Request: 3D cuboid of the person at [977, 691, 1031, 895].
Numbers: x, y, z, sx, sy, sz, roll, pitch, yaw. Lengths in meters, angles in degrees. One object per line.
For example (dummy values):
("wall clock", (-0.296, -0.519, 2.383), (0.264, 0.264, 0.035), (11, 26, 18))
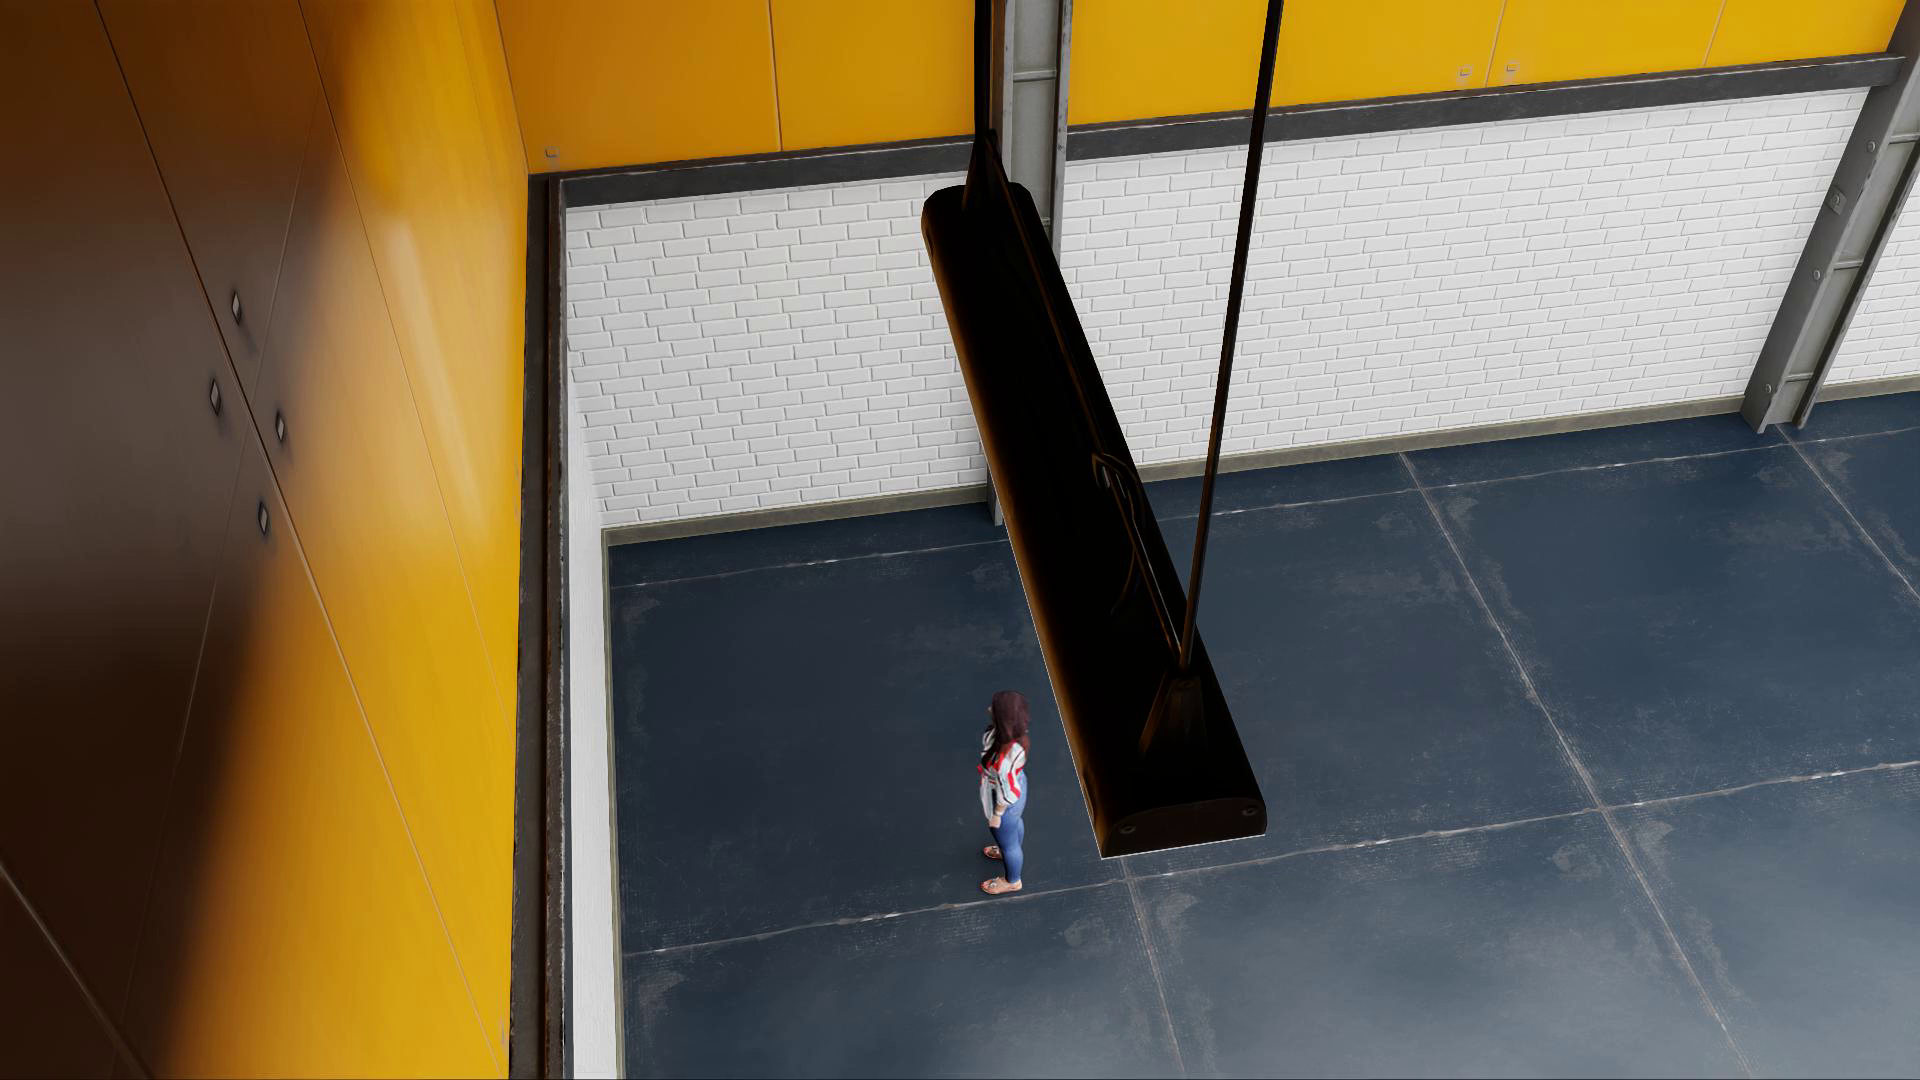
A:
("person", (0.259, 1.406, 9.333), (0.590, 1.612, 0.646), (3, 44, 4))
